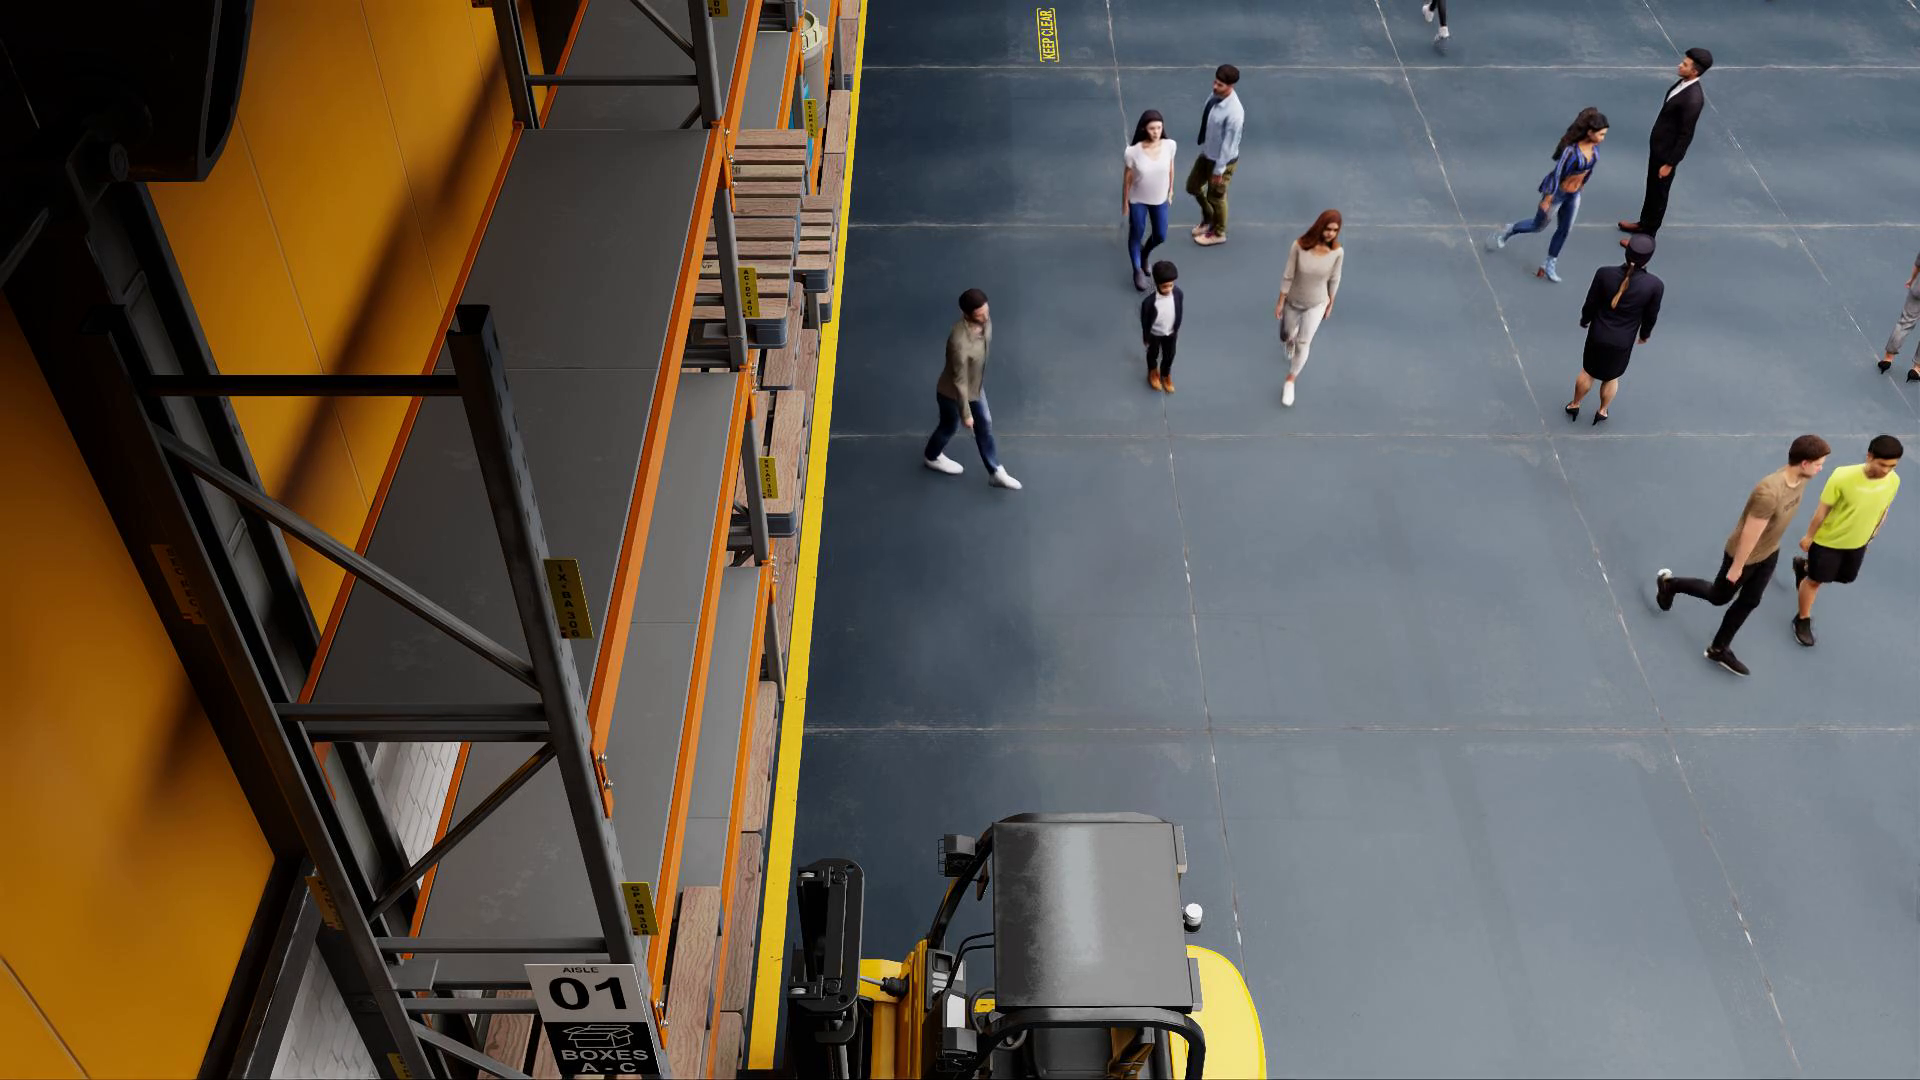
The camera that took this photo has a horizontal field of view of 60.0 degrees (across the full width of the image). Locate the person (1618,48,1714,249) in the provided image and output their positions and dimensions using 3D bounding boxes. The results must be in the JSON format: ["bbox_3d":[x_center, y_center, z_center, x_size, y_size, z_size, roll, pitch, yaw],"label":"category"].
[{"bbox_3d":[6.173,-3.406,14.451,0.802,1.884,0.571,9,44,9],"label":"person"}]

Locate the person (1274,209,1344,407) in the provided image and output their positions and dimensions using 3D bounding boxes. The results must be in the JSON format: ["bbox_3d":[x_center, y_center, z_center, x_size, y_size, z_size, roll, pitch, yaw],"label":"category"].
[{"bbox_3d":[2.706,-1.904,13.022,0.780,1.680,1.025,12,45,13],"label":"person"}]

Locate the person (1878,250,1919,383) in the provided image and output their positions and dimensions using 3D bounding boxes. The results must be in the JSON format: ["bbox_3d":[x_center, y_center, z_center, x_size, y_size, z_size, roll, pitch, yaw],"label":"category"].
[{"bbox_3d":[7.694,-1.978,13.101,0.723,1.679,0.769,30,51,28],"label":"person"}]

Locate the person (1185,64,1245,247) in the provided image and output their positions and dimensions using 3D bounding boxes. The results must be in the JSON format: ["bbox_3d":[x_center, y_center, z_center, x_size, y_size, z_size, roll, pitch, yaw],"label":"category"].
[{"bbox_3d":[2.329,-3.321,14.424,0.808,1.798,0.630,-5,44,-5],"label":"person"}]

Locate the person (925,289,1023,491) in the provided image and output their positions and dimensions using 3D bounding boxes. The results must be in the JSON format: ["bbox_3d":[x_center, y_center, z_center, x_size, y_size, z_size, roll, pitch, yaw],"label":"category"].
[{"bbox_3d":[-0.060,-1.135,12.125,1.109,1.804,1.146,16,46,16],"label":"person"}]

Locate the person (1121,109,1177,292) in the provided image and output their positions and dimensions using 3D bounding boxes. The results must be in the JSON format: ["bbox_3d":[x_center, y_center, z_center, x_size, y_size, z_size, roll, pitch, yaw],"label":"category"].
[{"bbox_3d":[1.555,-2.906,14.077,0.676,1.676,0.692,-9,44,-9],"label":"person"}]

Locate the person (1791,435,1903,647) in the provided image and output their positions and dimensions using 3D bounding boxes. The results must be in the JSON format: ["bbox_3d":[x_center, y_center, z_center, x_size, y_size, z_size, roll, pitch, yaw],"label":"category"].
[{"bbox_3d":[5.851,-0.091,11.111,0.634,1.690,0.875,0,44,0],"label":"person"}]

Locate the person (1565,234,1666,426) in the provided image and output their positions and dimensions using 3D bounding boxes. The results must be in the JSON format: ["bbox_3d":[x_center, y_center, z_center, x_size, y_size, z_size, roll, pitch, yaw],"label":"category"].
[{"bbox_3d":[4.978,-1.582,12.691,0.786,1.671,0.777,17,46,17],"label":"person"}]

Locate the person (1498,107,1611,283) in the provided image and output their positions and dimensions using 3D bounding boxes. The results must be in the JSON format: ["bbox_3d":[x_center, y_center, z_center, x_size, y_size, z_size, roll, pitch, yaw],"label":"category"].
[{"bbox_3d":[5.088,-2.978,14.207,0.921,1.601,1.045,-20,47,-19],"label":"person"}]

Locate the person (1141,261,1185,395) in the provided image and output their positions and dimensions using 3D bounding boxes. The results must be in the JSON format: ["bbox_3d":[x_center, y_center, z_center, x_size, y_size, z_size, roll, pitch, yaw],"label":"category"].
[{"bbox_3d":[1.573,-1.737,13.187,0.571,1.211,0.578,-10,45,-10],"label":"person"}]

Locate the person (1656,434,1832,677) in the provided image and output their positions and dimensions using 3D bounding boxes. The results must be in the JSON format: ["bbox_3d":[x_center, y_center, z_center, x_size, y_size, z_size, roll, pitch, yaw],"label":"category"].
[{"bbox_3d":[5.110,0.032,10.896,1.066,1.811,1.209,-22,48,-22],"label":"person"}]
